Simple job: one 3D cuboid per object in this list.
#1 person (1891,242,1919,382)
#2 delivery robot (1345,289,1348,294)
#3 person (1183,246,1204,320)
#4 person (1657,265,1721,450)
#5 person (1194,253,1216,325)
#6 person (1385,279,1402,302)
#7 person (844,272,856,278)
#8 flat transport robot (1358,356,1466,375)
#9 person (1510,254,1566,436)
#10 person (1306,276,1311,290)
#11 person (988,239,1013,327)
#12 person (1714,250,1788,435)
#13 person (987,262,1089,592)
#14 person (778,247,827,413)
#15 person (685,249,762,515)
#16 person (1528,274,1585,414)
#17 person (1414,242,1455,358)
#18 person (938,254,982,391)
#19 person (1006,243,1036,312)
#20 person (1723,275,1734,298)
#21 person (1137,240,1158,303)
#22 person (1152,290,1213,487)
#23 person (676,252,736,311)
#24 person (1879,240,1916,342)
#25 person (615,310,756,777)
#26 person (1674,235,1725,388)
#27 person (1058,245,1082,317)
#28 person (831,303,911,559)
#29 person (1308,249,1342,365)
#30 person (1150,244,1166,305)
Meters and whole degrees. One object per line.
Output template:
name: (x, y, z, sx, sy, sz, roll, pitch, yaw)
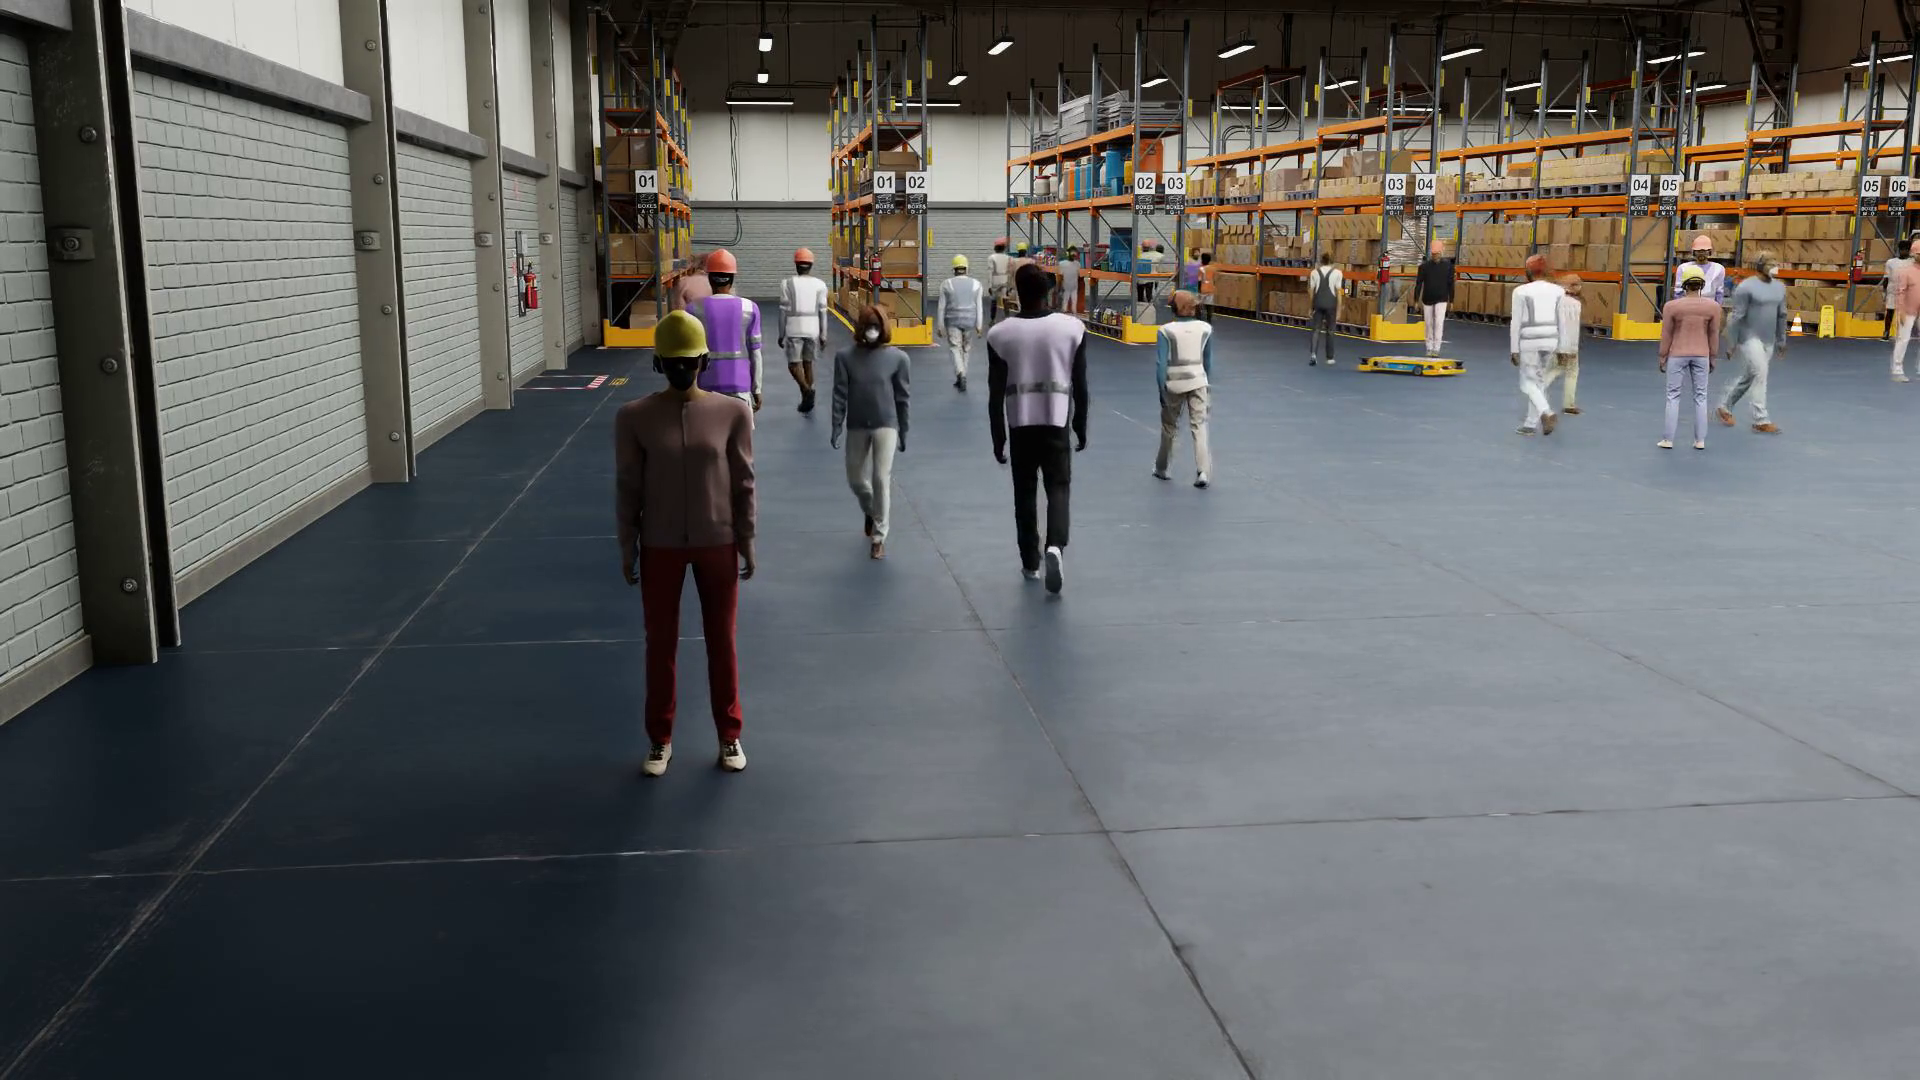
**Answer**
person: (13.334, -3.156, 23.097, 0.638, 1.966, 0.773, -2, 10, -9)
delivery robot: (11.546, -7.276, 49.299, 0.707, 0.478, 0.477, -5, 11, -27)
person: (5.419, -5.932, 38.748, 0.563, 1.817, 0.799, -4, 11, -21)
person: (6.978, -1.745, 15.950, 0.522, 1.759, 0.349, 2, 11, 12)
person: (5.287, -5.374, 36.046, 0.539, 1.681, 0.502, -6, 12, -31)
person: (10.793, -6.502, 41.558, 0.643, 1.918, 0.513, -2, 10, -10)
person: (-3.079, -7.625, 47.769, 0.603, 1.897, 0.568, -3, 11, -18)
flat transport robot: (6.702, -2.597, 24.687, 0.652, 0.197, 1.431, -9, 14, -41)
person: (5.850, -1.940, 16.736, 0.594, 1.860, 0.738, -2, 11, -12)
person: (9.368, -6.919, 43.803, 0.542, 1.939, 0.360, -2, 11, -11)
person: (0.902, -5.717, 37.094, 0.631, 1.990, 1.069, -4, 11, -19)
person: (8.320, -2.087, 17.456, 0.644, 1.901, 0.997, -4, 11, -21)
person: (0.459, -0.653, 9.624, 0.603, 1.888, 0.867, 0, 10, 0)
person: (-1.776, -2.379, 18.984, 0.556, 1.916, 0.723, -4, 11, -23)
person: (-1.701, -1.110, 11.966, 0.551, 1.935, 0.372, -3, 11, -16)
person: (6.863, -2.232, 18.999, 0.629, 1.610, 0.509, -3, 11, -15)
person: (7.991, -4.043, 28.051, 0.652, 1.939, 1.046, 4, 11, 19)
person: (0.009, -2.873, 21.999, 0.599, 1.808, 0.812, -3, 11, -14)
person: (1.304, -5.409, 35.667, 0.614, 1.876, 0.962, -2, 11, -13)
person: (18.875, -6.249, 40.928, 0.534, 1.656, 0.877, -1, 10, -6)
person: (4.523, -6.308, 40.423, 0.634, 1.964, 0.941, 0, 10, 1)
person: (1.845, -1.244, 13.630, 0.521, 1.596, 0.852, -2, 11, -12)
person: (-2.678, -2.104, 17.608, 0.670, 1.867, 0.483, -3, 11, -15)
person: (18.102, -4.787, 32.053, 0.603, 1.961, 0.368, 8, 13, 38)
person: (-1.021, 0.022, 6.251, 0.525, 1.761, 0.332, -3, 11, -13)
person: (9.913, -3.056, 22.343, 0.614, 2.040, 0.390, 3, 11, 17)
person: (2.261, -5.180, 34.492, 0.513, 1.860, 0.638, -2, 11, -11)
person: (-0.558, -0.721, 10.712, 0.508, 1.612, 0.641, 2, 10, 9)
person: (5.793, -3.685, 26.359, 0.530, 1.846, 0.451, 5, 11, 23)
person: (5.833, -7.767, 48.852, 0.872, 1.798, 0.651, -8, 13, -36)
